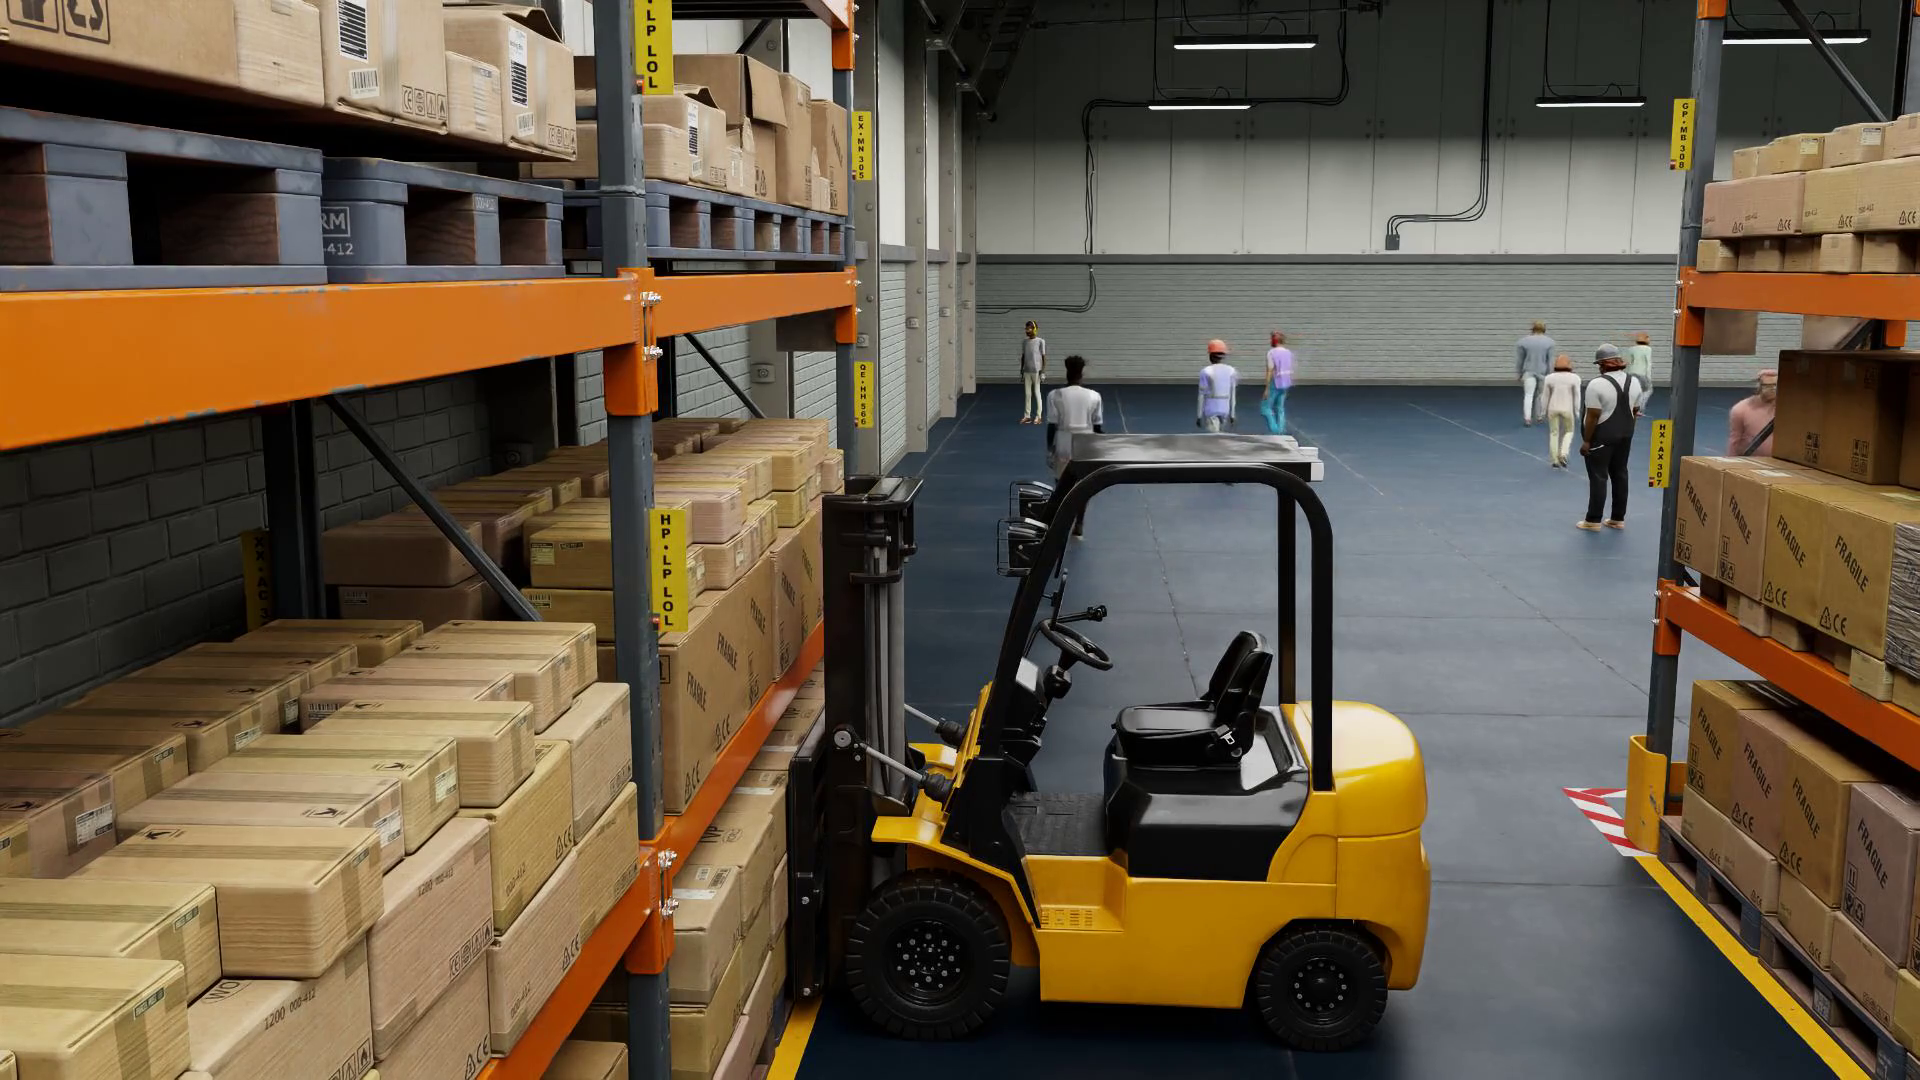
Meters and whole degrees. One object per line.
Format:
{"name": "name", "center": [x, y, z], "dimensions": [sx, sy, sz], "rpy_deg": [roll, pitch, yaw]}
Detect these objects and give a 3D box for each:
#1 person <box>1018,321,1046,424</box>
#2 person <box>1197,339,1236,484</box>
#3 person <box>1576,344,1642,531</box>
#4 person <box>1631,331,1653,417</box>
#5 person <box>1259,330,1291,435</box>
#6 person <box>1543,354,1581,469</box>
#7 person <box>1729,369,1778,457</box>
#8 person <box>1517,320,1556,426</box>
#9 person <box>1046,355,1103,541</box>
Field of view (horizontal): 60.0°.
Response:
{"name": "person", "center": [1.310, -3.031, 30.141], "dimensions": [0.535, 1.864, 0.312], "rpy_deg": [7, 11, 35]}
{"name": "person", "center": [3.415, -1.699, 21.960], "dimensions": [0.551, 1.911, 0.899], "rpy_deg": [-5, 10, -26]}
{"name": "person", "center": [6.984, -1.122, 18.040], "dimensions": [0.672, 2.000, 0.536], "rpy_deg": [-4, 10, -21]}
{"name": "person", "center": [12.856, -3.115, 31.346], "dimensions": [0.362, 1.620, 0.533], "rpy_deg": [-4, 10, -22]}
{"name": "person", "center": [5.047, -2.427, 26.555], "dimensions": [0.593, 1.833, 0.451], "rpy_deg": [-9, 13, -43]}
{"name": "person", "center": [8.487, -1.811, 23.465], "dimensions": [0.531, 1.615, 0.387], "rpy_deg": [5, 11, 29]}
{"name": "person", "center": [7.617, -0.678, 15.795], "dimensions": [0.640, 1.897, 0.491], "rpy_deg": [2, 9, 9]}
{"name": "person", "center": [10.285, -2.974, 29.732], "dimensions": [0.645, 1.896, 1.005], "rpy_deg": [4, 10, 25]}
{"name": "person", "center": [1.191, -0.993, 17.629], "dimensions": [0.621, 1.910, 1.003], "rpy_deg": [-1, 9, -7]}
